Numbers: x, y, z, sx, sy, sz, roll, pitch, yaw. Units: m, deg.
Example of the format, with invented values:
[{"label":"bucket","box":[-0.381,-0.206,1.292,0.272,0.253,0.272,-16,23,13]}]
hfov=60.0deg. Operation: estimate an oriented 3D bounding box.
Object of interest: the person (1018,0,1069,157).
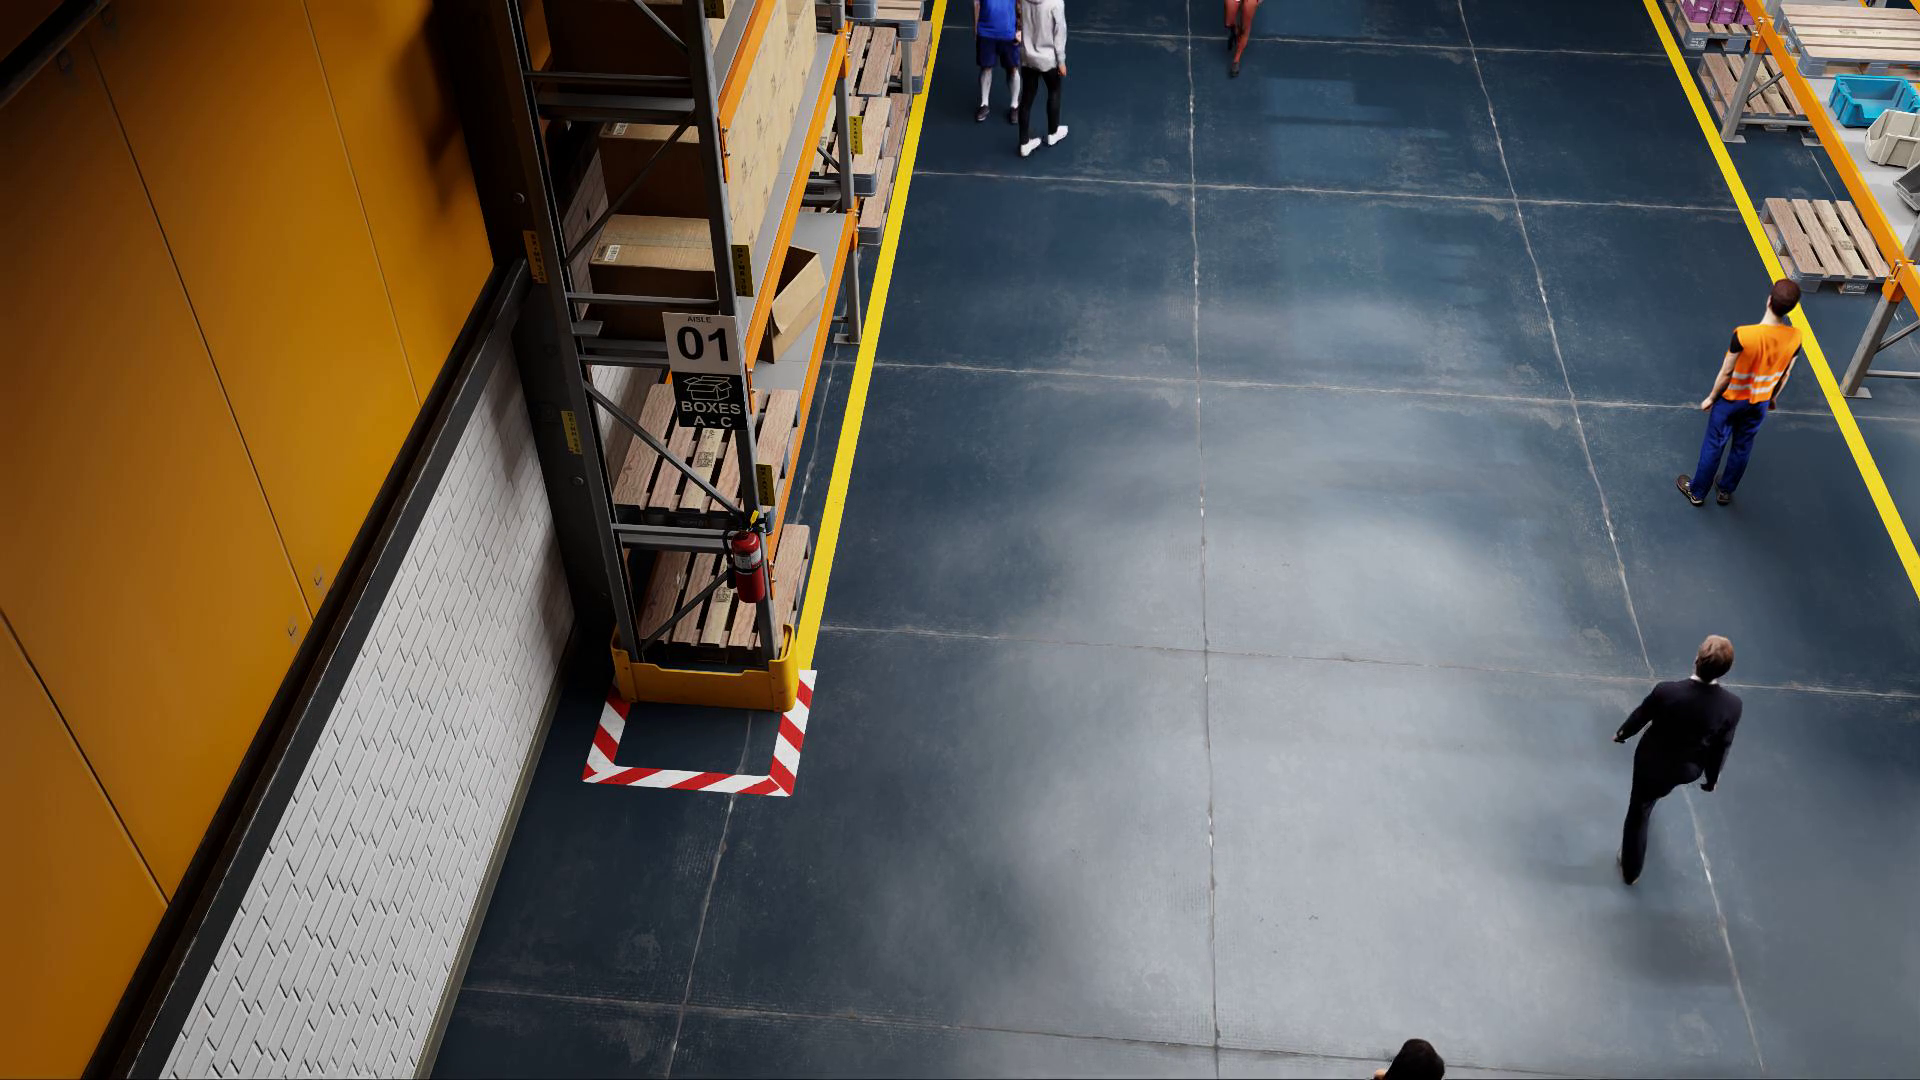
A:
[{"label":"person","box":[0.701,-4.469,15.516,0.960,1.903,1.038,25,49,24]}]

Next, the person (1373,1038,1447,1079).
[{"label":"person","box":[2.113,2.862,8.012,0.587,1.638,0.746,7,44,7]}]

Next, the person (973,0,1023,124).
[{"label":"person","box":[0.374,-4.924,16.040,0.673,1.839,0.575,5,44,6]}]

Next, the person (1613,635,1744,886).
[{"label":"person","box":[4.075,1.304,9.546,0.826,1.779,1.158,10,44,10]}]

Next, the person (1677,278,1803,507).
[{"label":"person","box":[5.619,-1.028,11.917,0.704,1.885,0.645,0,44,0]}]

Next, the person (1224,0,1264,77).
[{"label":"person","box":[2.894,-5.598,16.824,0.700,1.734,0.876,13,45,13]}]
